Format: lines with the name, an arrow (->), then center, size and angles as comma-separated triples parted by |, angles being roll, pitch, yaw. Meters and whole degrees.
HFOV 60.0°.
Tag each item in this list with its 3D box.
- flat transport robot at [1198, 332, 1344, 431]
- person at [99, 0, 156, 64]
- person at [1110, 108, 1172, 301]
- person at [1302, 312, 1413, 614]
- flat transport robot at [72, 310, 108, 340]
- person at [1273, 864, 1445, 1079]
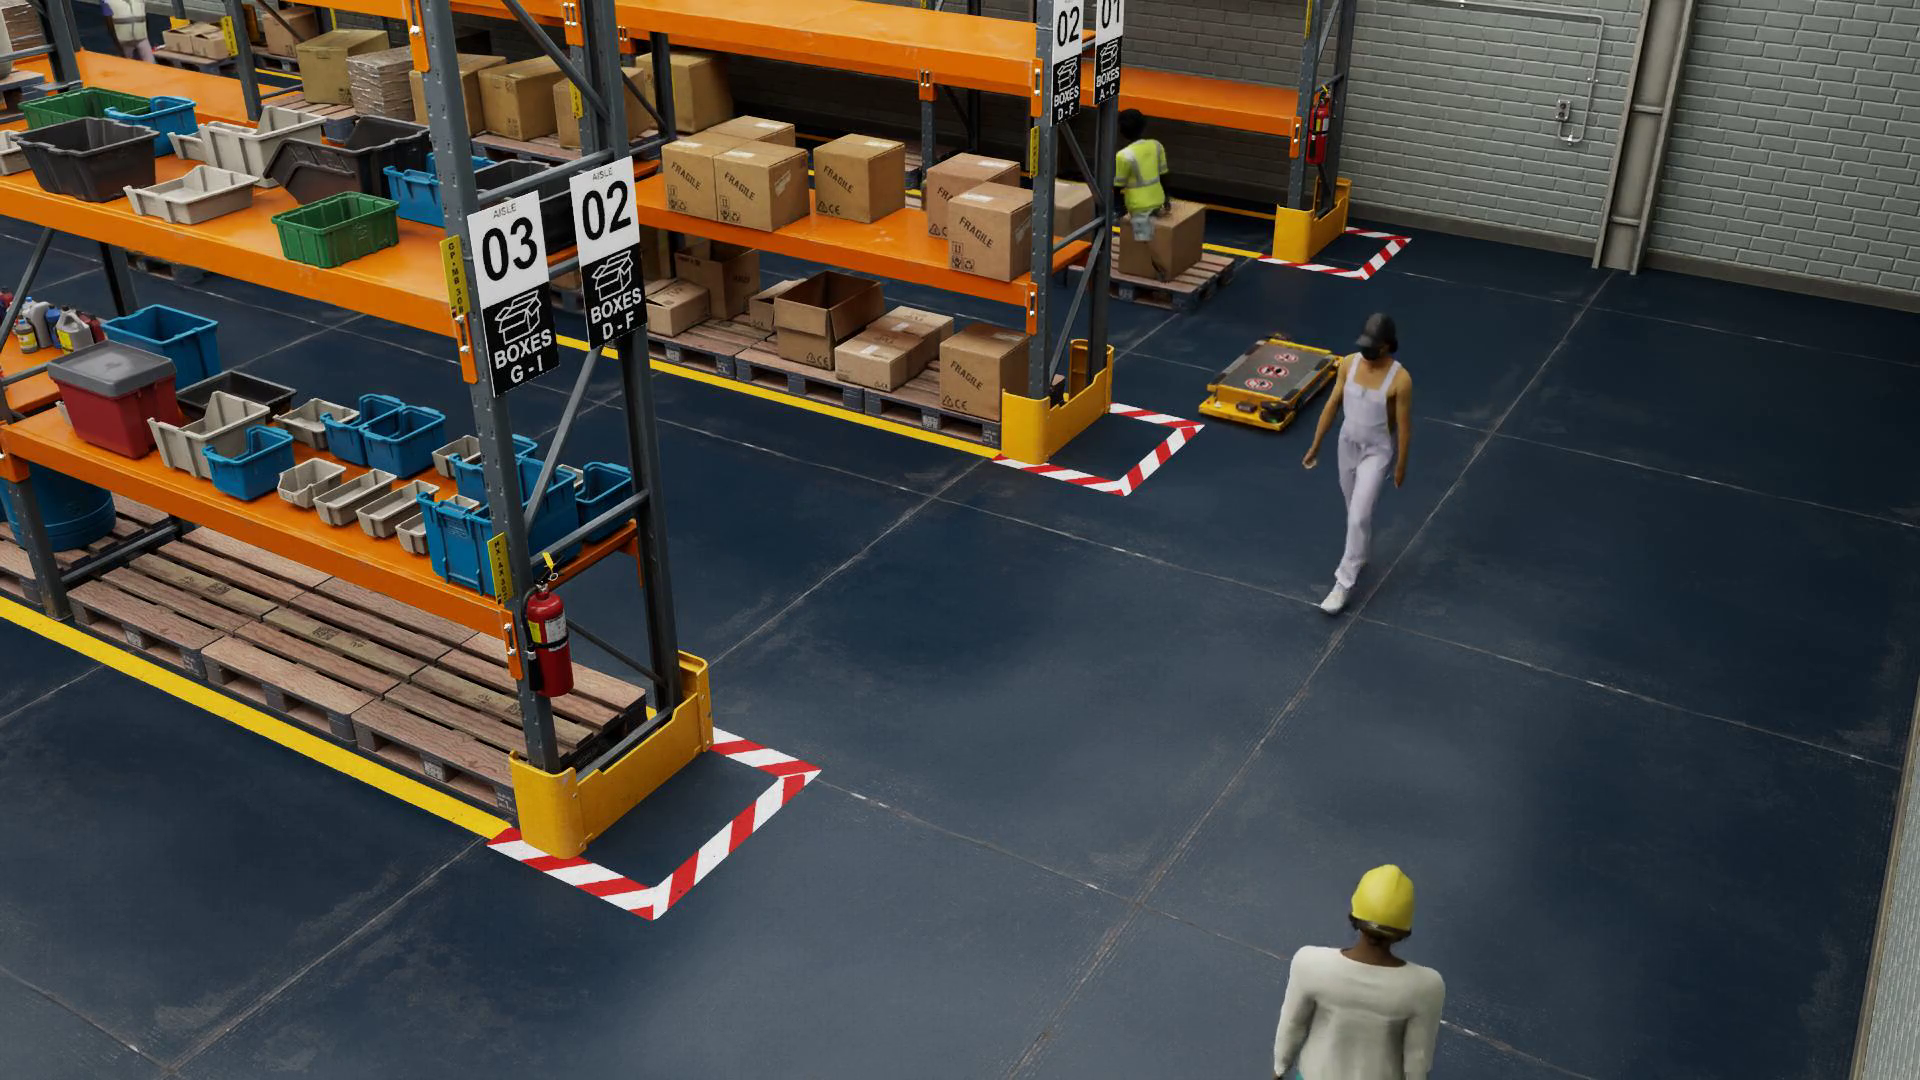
flat transport robot -> 2.434, -1.235, 12.850 | 0.659, 0.231, 1.431 | 16, 33, 27
person -> -9.798, -5.914, 19.677 | 0.967, 1.800, 0.563 | 22, 36, 34
person -> 1.546, -2.913, 14.450 | 0.924, 1.621, 0.541 | 26, 38, 38
person -> 2.331, -0.485, 9.906 | 0.869, 1.829, 0.539 | -24, 37, -36
flat transport robot -> -7.162, -1.571, 13.452 | 1.431, 0.231, 0.659 | 18, 34, 29
person -> 1.350, 1.876, 5.746 | 0.528, 1.739, 0.683 | 5, 30, 9
